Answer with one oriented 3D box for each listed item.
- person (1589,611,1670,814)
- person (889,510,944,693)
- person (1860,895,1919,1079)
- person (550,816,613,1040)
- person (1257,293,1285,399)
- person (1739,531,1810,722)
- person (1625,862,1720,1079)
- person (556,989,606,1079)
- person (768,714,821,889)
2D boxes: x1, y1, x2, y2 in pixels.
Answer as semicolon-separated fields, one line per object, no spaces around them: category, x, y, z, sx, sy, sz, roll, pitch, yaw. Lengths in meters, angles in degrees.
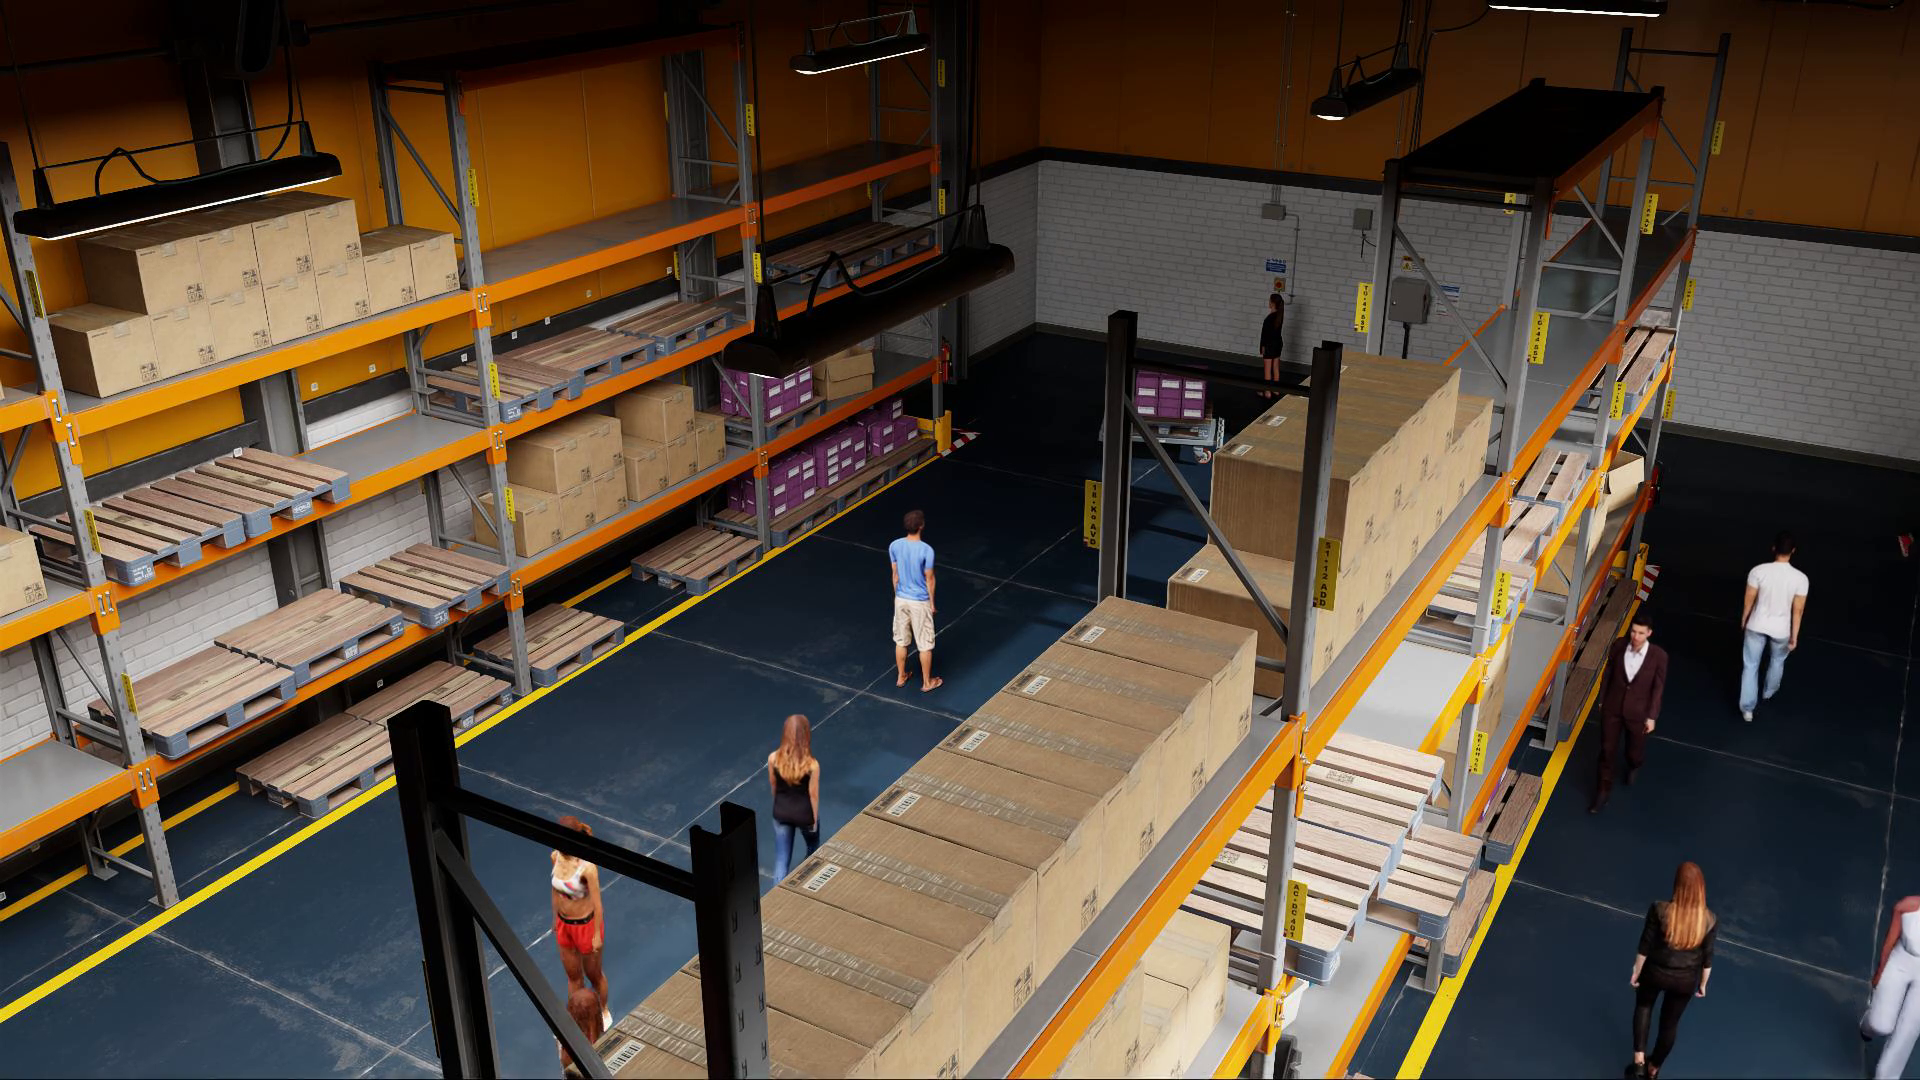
person;5.764;1.437;14.311;0.739;1.843;1.053;16;28;33
person;-0.452;0.585;16.235;0.660;1.862;0.570;12;26;25
person;6.314;2.881;11.096;0.683;1.771;0.836;8;25;17
person;-2.626;2.673;11.544;0.575;1.793;0.592;14;27;29
person;4.627;-2.886;24.559;0.582;1.556;0.661;-16;29;-33
person;7.606;0.861;15.648;0.720;1.826;1.046;12;26;25
person;4.701;2.946;11.035;0.655;1.701;0.686;10;26;22
person;-2.254;3.456;9.875;0.604;1.696;0.584;12;26;25
person;-1.299;2.179;12.810;0.851;1.684;1.165;4;24;8
